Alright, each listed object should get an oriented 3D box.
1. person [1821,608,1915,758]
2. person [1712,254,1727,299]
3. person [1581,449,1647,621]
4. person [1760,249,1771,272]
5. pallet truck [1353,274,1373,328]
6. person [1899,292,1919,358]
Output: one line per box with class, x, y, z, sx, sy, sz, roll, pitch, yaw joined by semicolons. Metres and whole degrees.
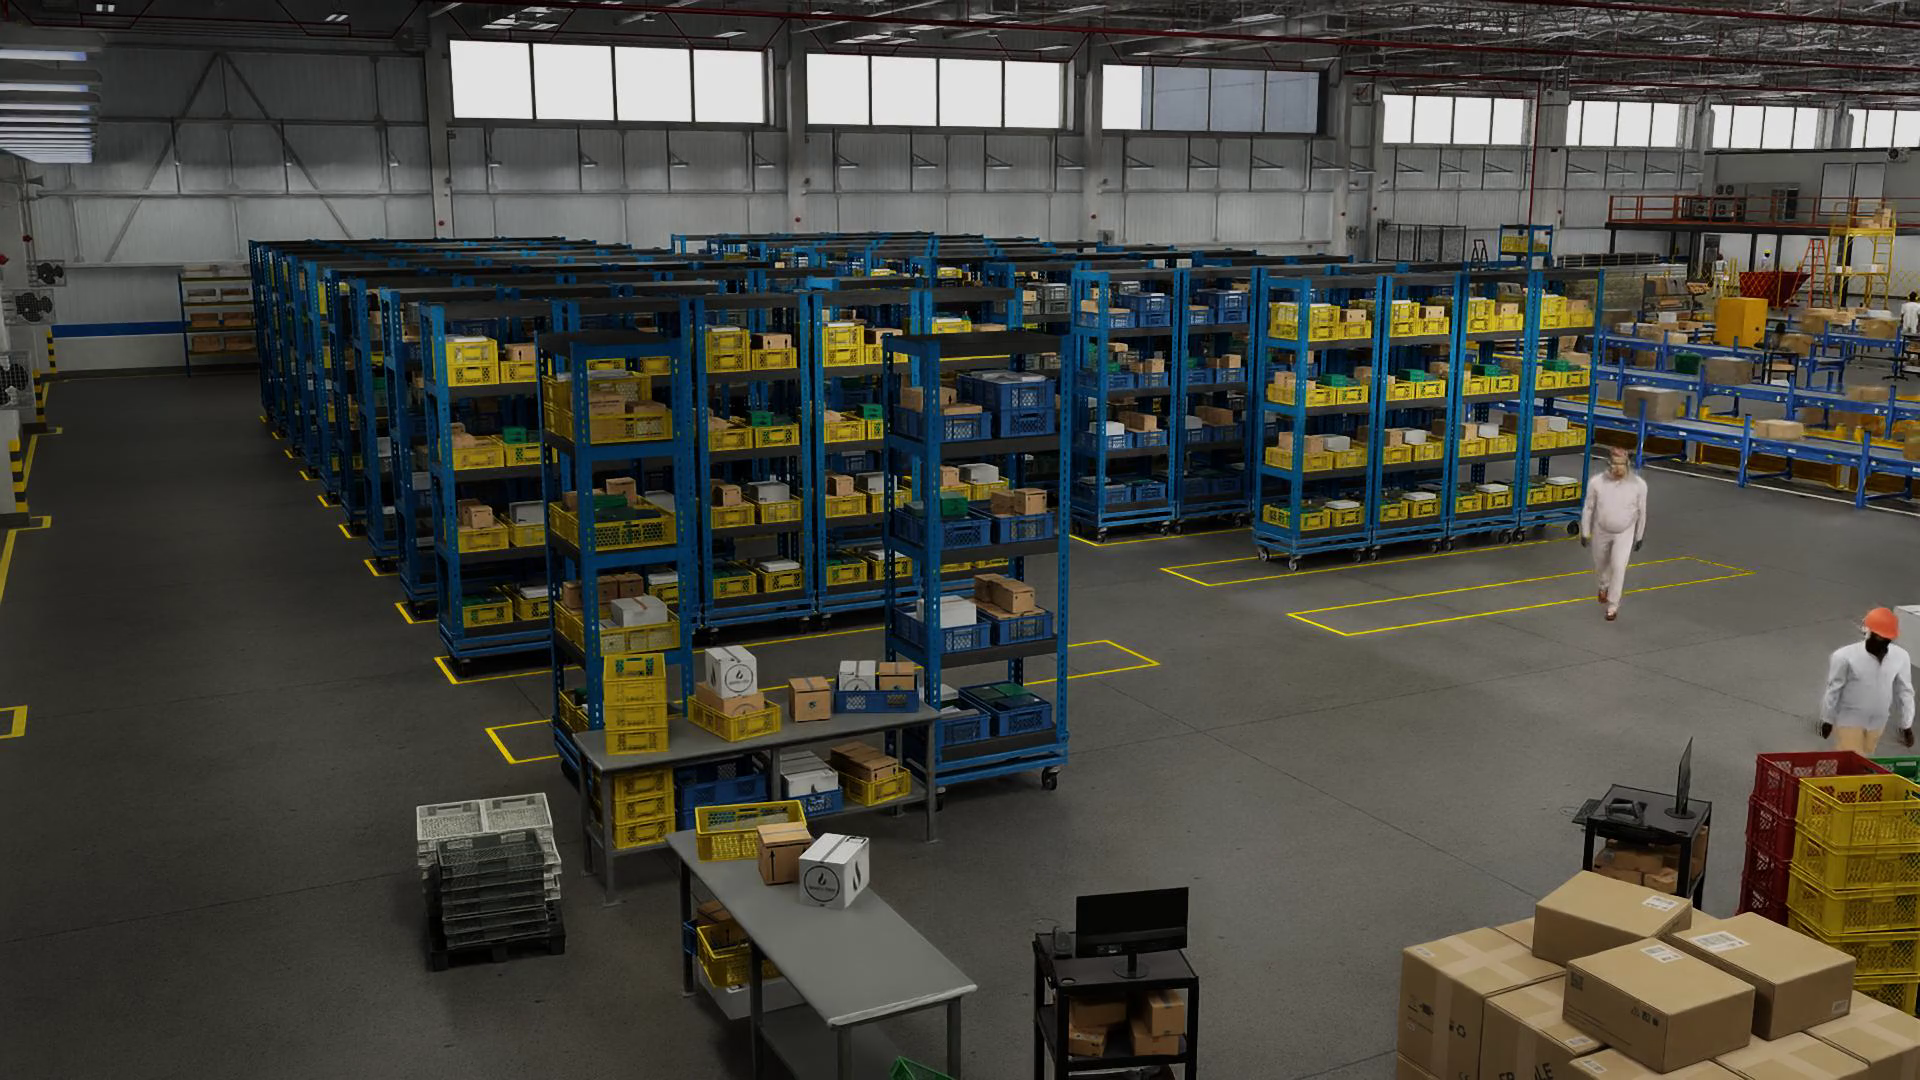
person;6.605;1.326;12.059;0.560;1.714;0.763;-1;12;-4
person;31.368;-10.879;68.745;0.576;1.882;0.355;6;13;26
person;7.231;-0.110;18.428;0.656;1.874;0.891;6;13;26
person;35.165;-11.743;72.678;0.370;1.929;0.585;5;13;22
pallet truck;13.011;-8.050;55.243;0.823;1.965;1.885;-7;14;-28
person;25.564;-5.741;44.812;0.578;1.863;0.341;7;14;30
